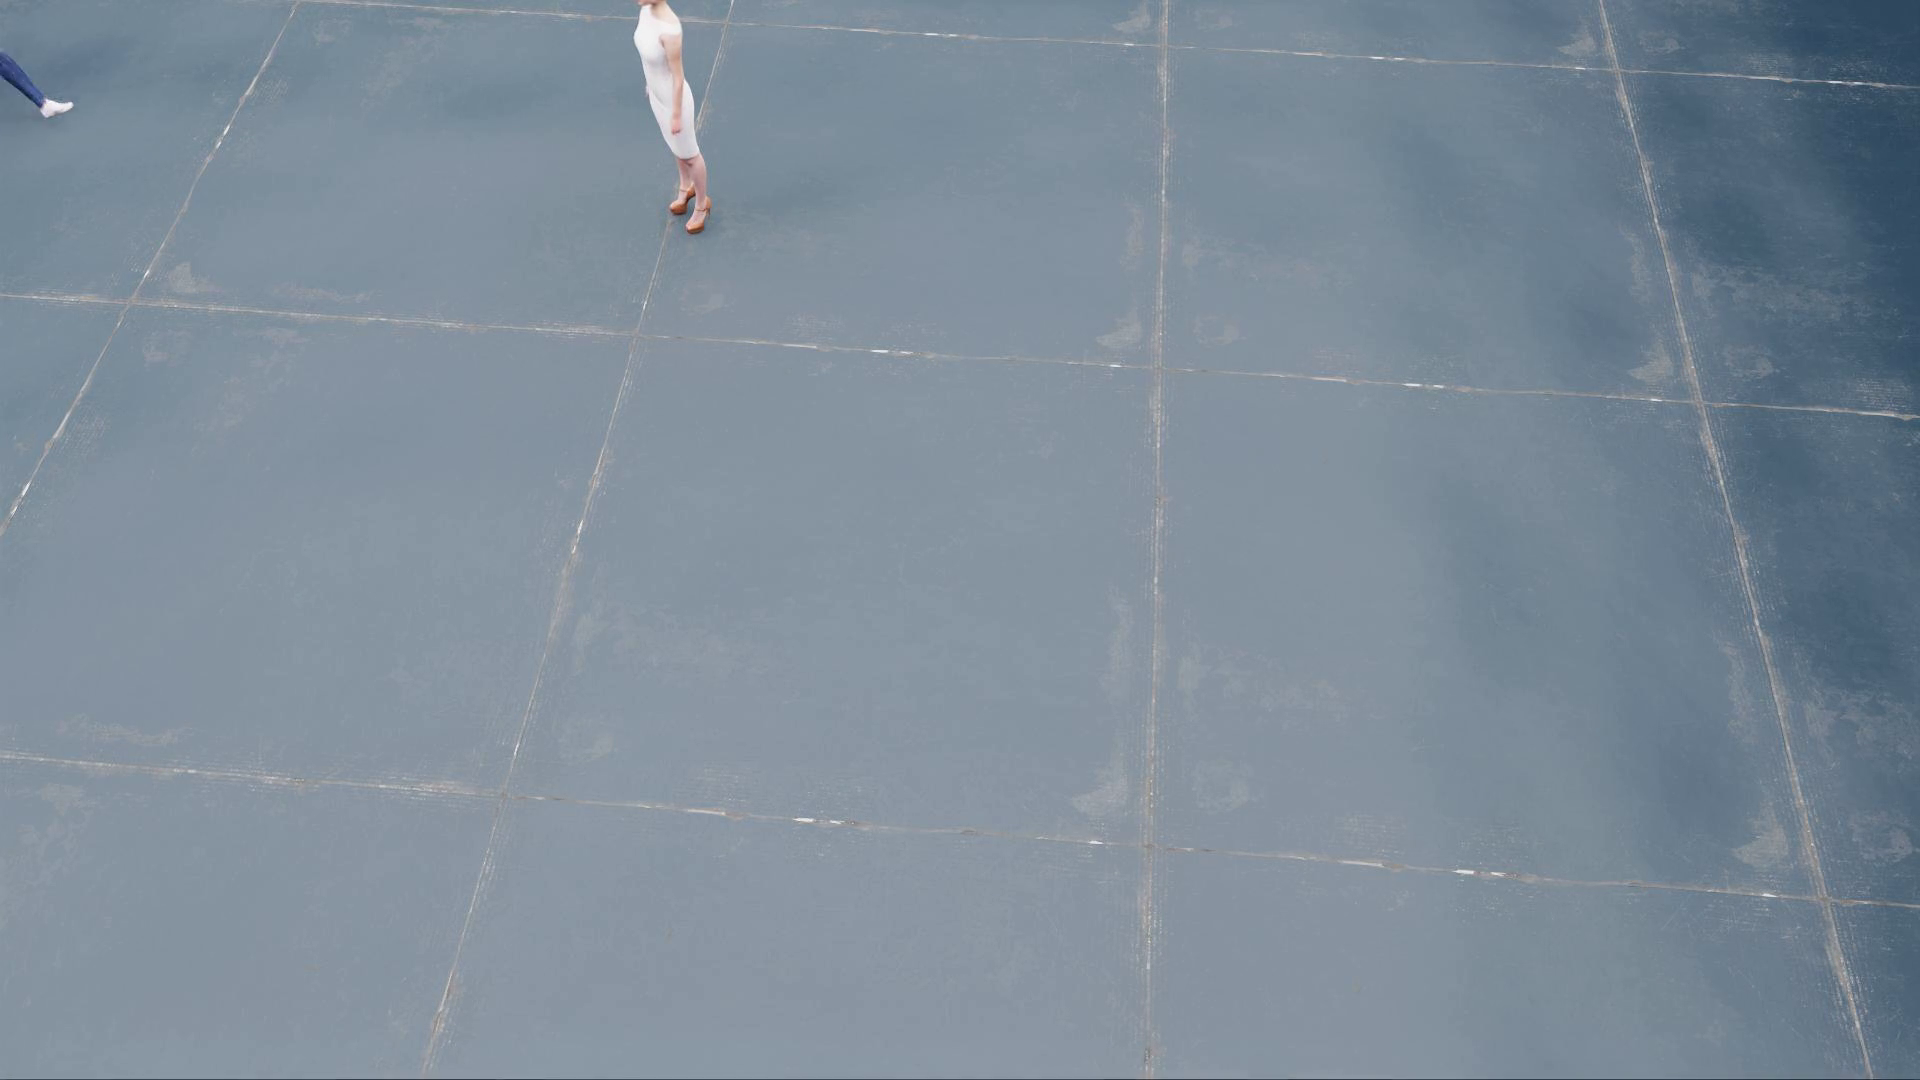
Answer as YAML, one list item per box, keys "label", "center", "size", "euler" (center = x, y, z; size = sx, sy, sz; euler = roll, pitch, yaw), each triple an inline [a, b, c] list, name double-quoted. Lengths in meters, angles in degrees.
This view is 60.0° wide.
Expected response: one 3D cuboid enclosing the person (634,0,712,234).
- label: "person"
  center: [-1.626, -2.503, 9.438]
  size: [0.652, 1.793, 0.627]
  euler: [-26, 57, -19]
